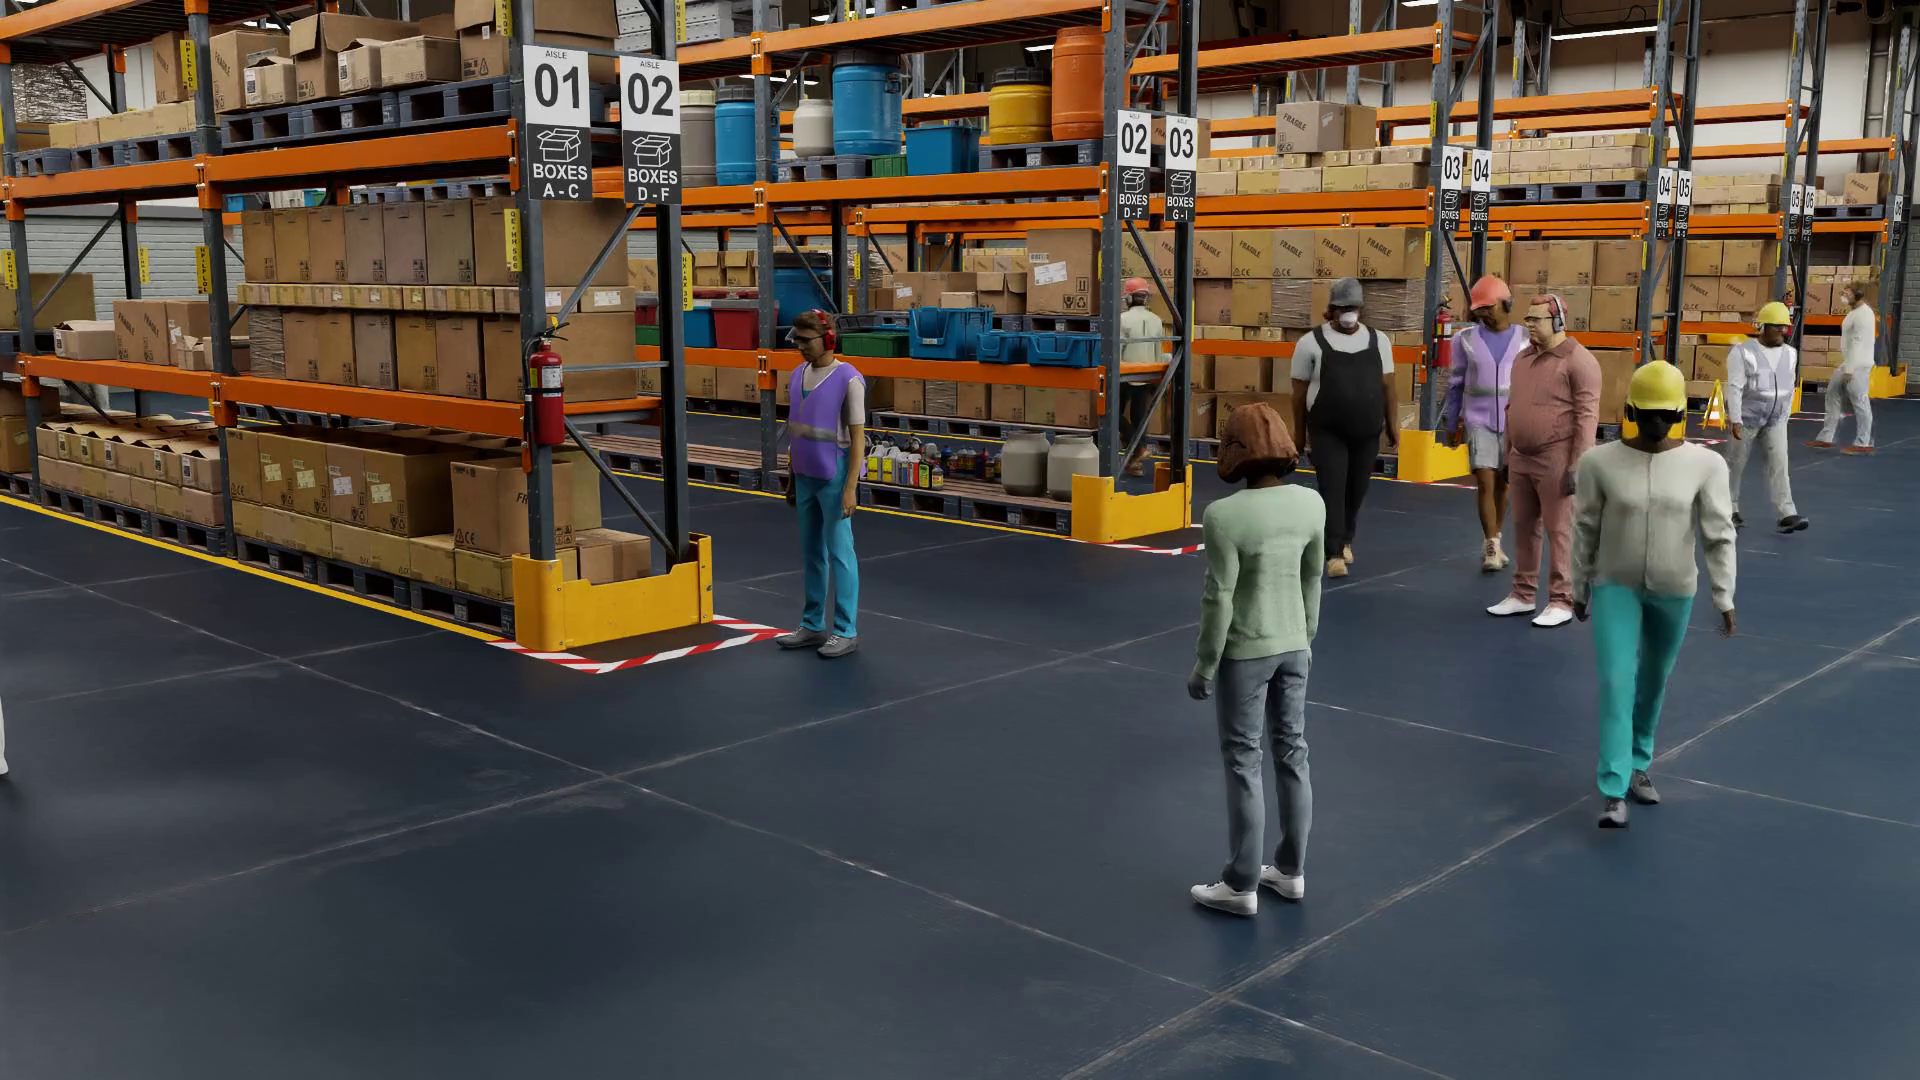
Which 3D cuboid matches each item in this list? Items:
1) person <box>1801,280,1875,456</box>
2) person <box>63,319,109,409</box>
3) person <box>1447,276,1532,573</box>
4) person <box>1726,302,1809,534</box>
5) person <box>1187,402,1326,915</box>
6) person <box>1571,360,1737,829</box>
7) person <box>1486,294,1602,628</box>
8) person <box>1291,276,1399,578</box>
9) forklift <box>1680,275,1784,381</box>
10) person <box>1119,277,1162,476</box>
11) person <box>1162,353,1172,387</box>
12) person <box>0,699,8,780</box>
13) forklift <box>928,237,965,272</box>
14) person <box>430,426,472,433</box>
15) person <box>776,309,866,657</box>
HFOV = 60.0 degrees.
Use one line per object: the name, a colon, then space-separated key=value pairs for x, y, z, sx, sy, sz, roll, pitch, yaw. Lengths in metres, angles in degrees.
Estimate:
person: x=9.740 y=-1.900 z=18.406 sx=0.803 sy=1.914 sz=0.655 roll=3 pitch=10 yaw=17
person: x=-10.304 y=-2.018 z=19.533 sx=0.919 sy=1.791 sz=0.606 roll=6 pitch=11 yaw=32
person: x=3.660 y=-0.777 z=11.283 sx=0.667 sy=1.989 sz=0.839 roll=2 pitch=9 yaw=13
person: x=6.259 y=-0.945 z=12.938 sx=0.608 sy=1.781 sz=0.913 roll=-1 pitch=9 yaw=-5
person: x=0.947 y=0.376 z=5.321 sx=0.499 sy=1.633 sz=0.278 roll=-6 pitch=11 yaw=-33
person: x=2.540 y=0.202 z=6.117 sx=0.546 sy=1.706 sz=0.899 roll=3 pitch=10 yaw=16
person: x=3.362 y=-0.461 z=9.623 sx=0.403 sy=1.906 sz=0.651 roll=-4 pitch=10 yaw=-24
person: x=2.627 y=-0.789 z=11.351 sx=0.686 sy=2.000 sz=0.890 roll=-1 pitch=9 yaw=-6
forklift: x=12.480 y=-3.427 z=27.053 sx=1.214 sy=2.155 sz=2.313 roll=9 pitch=13 yaw=43
person: x=1.737 y=-1.620 z=16.516 sx=0.636 sy=1.970 sz=0.473 roll=-6 pitch=11 yaw=-33
person: x=2.560 y=-2.365 z=21.439 sx=0.806 sy=1.861 sz=0.594 roll=8 pitch=12 yaw=40
person: x=-3.990 y=0.187 z=6.499 sx=0.314 sy=1.629 sz=0.508 roll=1 pitch=9 yaw=6
forklift: x=-0.326 y=-5.817 z=39.609 sx=1.129 sy=2.768 sz=1.873 roll=9 pitch=13 yaw=43
person: x=-4.023 y=-1.080 z=13.293 sx=0.621 sy=1.946 sz=0.652 roll=-9 pitch=13 yaw=-44
person: x=-0.718 y=-0.310 z=8.905 sx=0.390 sy=1.837 sz=0.562 roll=-9 pitch=13 yaw=-43
